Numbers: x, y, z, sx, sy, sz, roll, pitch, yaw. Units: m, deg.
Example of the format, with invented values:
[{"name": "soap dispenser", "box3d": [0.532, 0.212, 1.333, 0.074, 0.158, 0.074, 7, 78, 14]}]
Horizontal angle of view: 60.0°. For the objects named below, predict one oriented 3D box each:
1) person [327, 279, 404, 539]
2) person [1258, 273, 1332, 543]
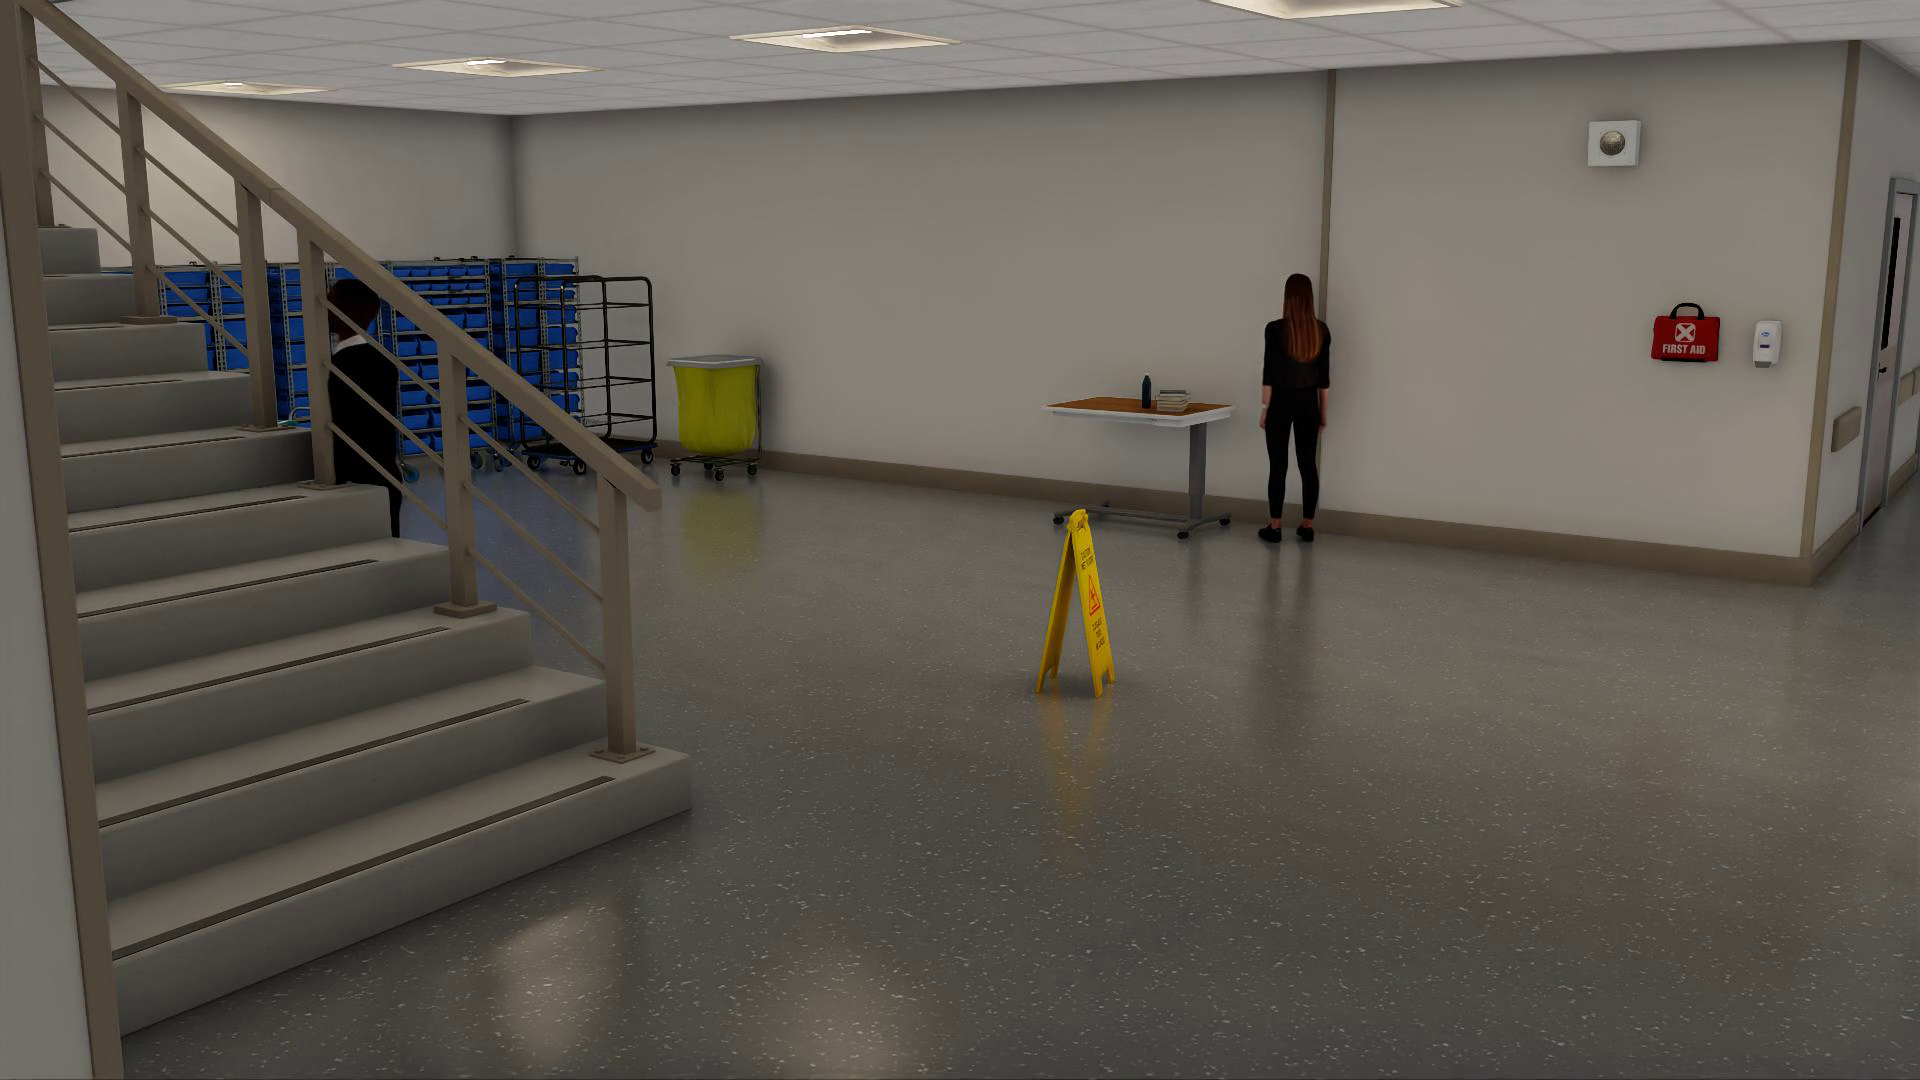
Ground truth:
[{"name": "person", "box3d": [-2.415, -0.161, 6.796, 0.699, 1.809, 0.711, 2, 11, 9]}, {"name": "person", "box3d": [2.147, -0.847, 10.678, 0.664, 1.709, 0.731, -1, 11, -8]}]
